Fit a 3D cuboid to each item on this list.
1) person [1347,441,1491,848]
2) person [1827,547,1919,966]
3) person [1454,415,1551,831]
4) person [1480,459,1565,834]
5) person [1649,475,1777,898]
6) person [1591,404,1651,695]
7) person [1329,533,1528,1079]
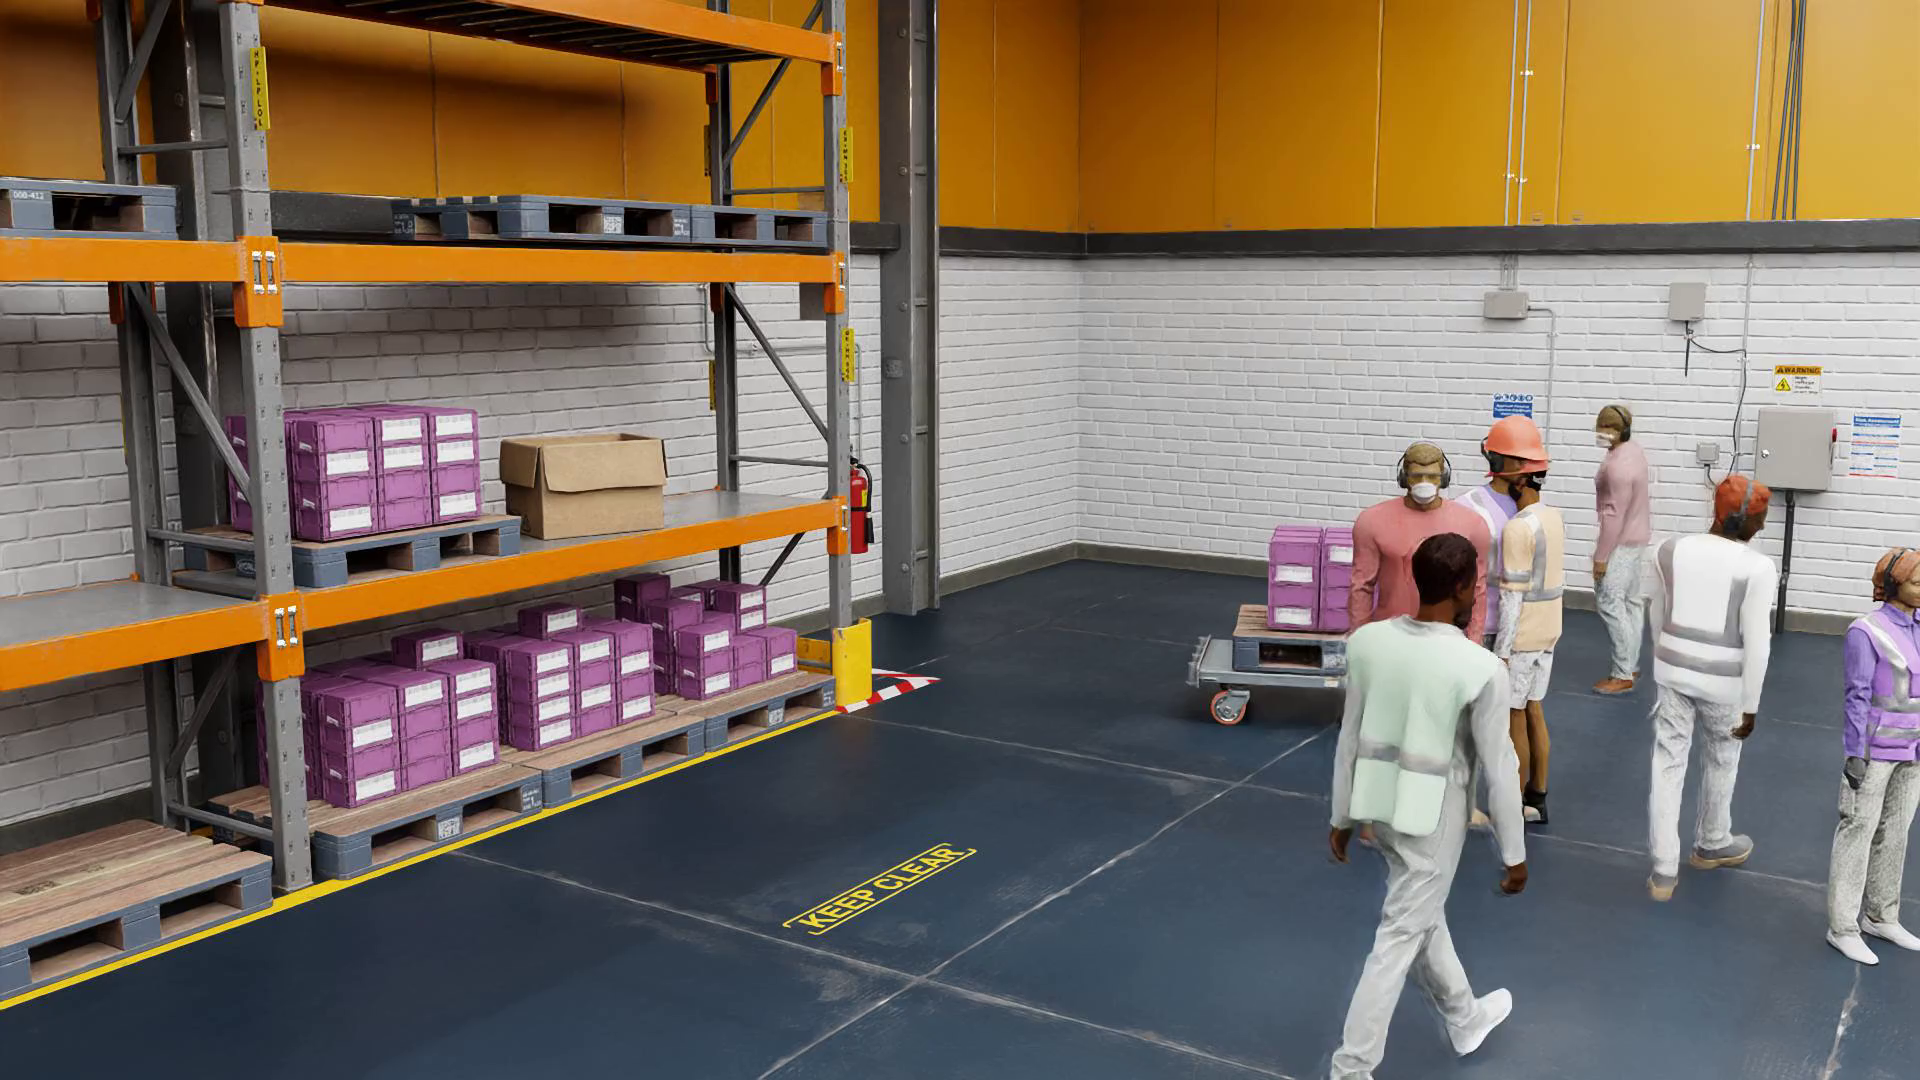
[{"bbox_3d":[2.137,0.499,7.806,0.635,1.937,0.359,2,9,13],"label":"person"},{"bbox_3d":[3.663,0.838,6.567,0.522,1.640,0.306,-5,10,-27],"label":"person"},{"bbox_3d":[2.633,0.409,8.105,0.611,2.036,0.408,-4,10,-26],"label":"person"},{"bbox_3d":[2.710,0.463,8.091,0.391,1.927,0.546,7,11,38],"label":"person"},{"bbox_3d":[3.323,0.621,7.323,0.565,1.841,0.839,8,12,43],"label":"person"},{"bbox_3d":[4.330,0.051,10.904,0.373,1.901,0.776,5,10,29],"label":"person"},{"bbox_3d":[1.568,0.902,5.416,1.006,1.860,0.613,-6,10,-33],"label":"person"}]
